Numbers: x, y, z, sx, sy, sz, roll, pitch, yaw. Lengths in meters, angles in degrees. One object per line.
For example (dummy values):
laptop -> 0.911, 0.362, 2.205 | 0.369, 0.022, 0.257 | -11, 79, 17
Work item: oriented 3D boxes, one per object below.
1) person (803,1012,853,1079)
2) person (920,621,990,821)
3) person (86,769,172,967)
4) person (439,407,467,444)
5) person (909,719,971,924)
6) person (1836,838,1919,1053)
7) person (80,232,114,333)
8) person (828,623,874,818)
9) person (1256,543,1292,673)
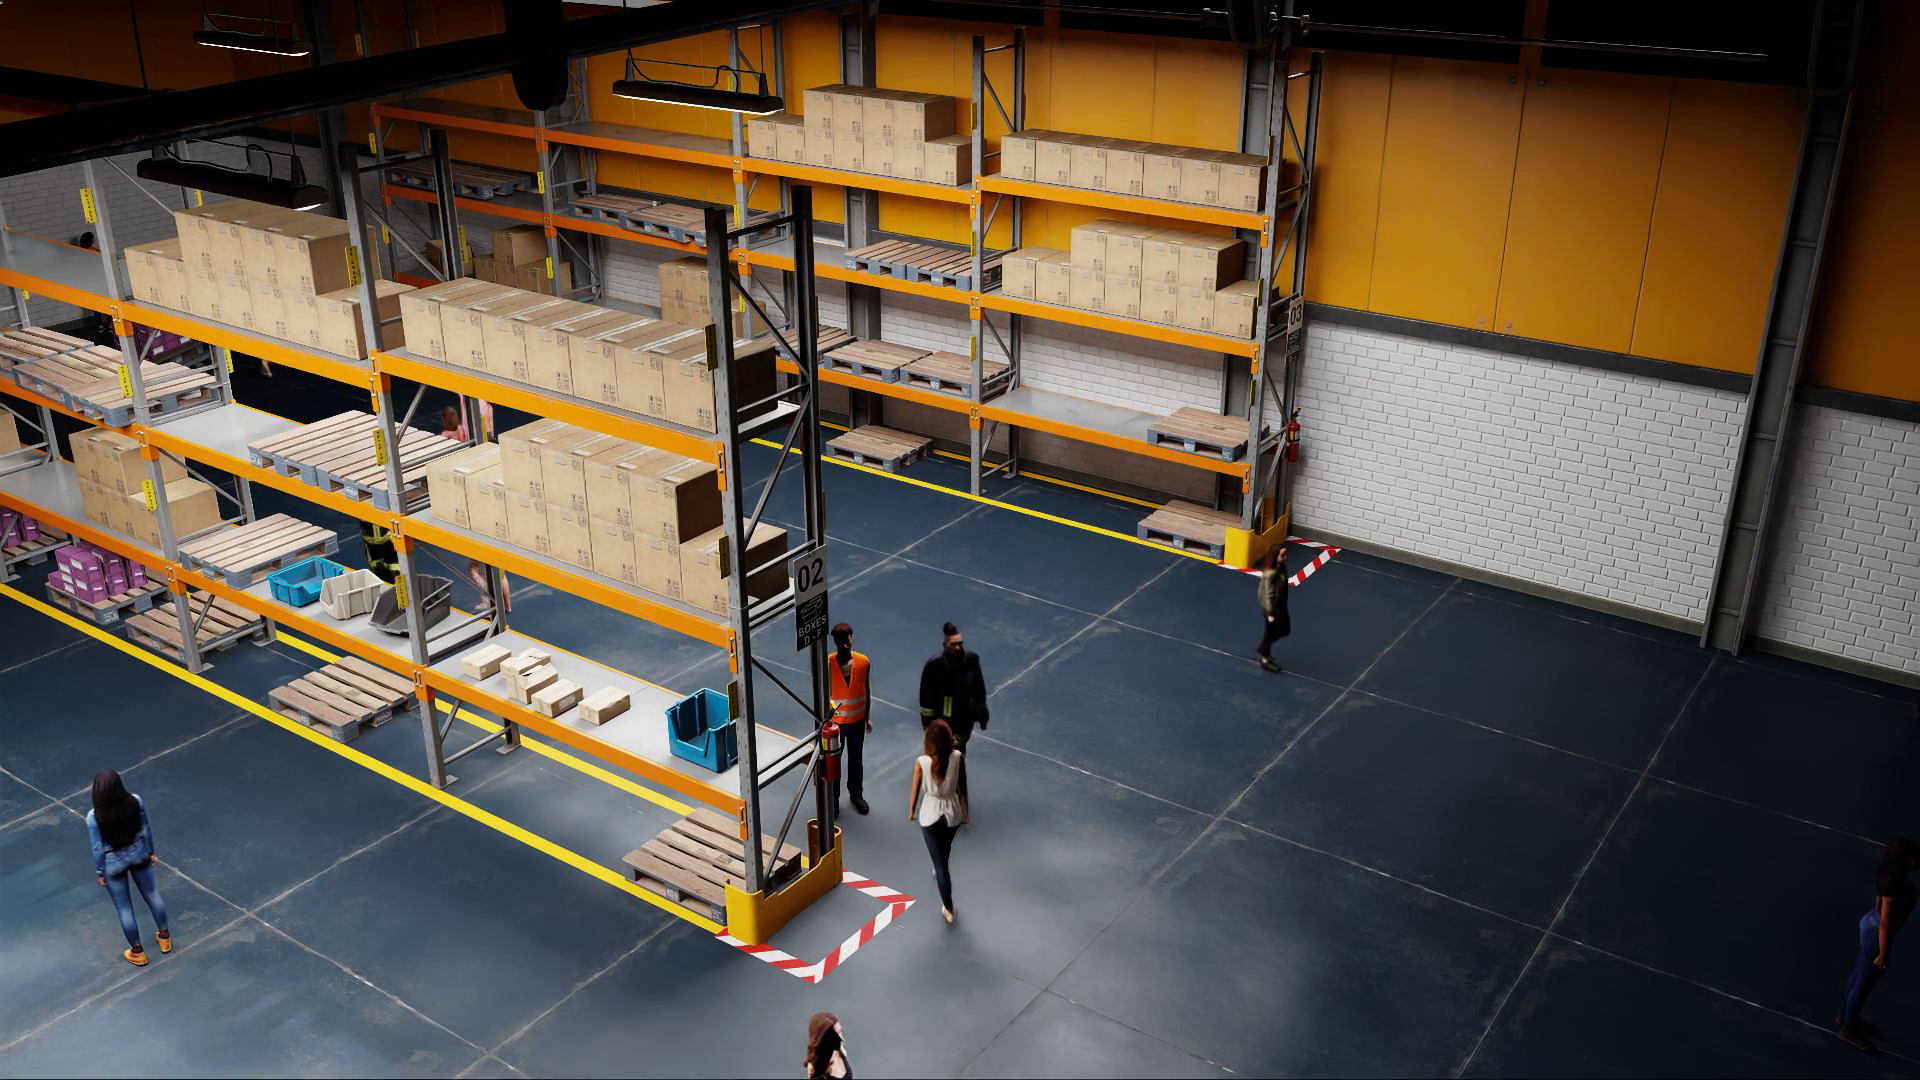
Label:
person -> -0.832, 3.696, 10.466 | 0.612, 1.748, 0.642 | 8, 25, 17
person -> -0.101, 1.566, 15.226 | 1.027, 1.837, 1.130 | -11, 26, -24
person -> -6.566, 2.560, 13.108 | 0.545, 1.712, 0.625 | 19, 30, 36
person -> -6.351, -0.876, 20.980 | 0.635, 1.703, 0.665 | 8, 25, 18
person -> -0.136, 2.329, 13.595 | 1.056, 1.745, 1.170 | -6, 24, -14
person -> 6.743, 2.931, 12.226 | 0.560, 1.740, 0.582 | 12, 26, 25
person -> -15.197, -4.550, 29.300 | 0.637, 1.770, 0.750 | 2, 24, 4
person -> -1.050, 1.600, 15.085 | 0.781, 1.888, 0.823 | -7, 25, -15
person -> 3.276, 0.704, 17.662 | 0.593, 1.466, 0.591 | 17, 29, 33
